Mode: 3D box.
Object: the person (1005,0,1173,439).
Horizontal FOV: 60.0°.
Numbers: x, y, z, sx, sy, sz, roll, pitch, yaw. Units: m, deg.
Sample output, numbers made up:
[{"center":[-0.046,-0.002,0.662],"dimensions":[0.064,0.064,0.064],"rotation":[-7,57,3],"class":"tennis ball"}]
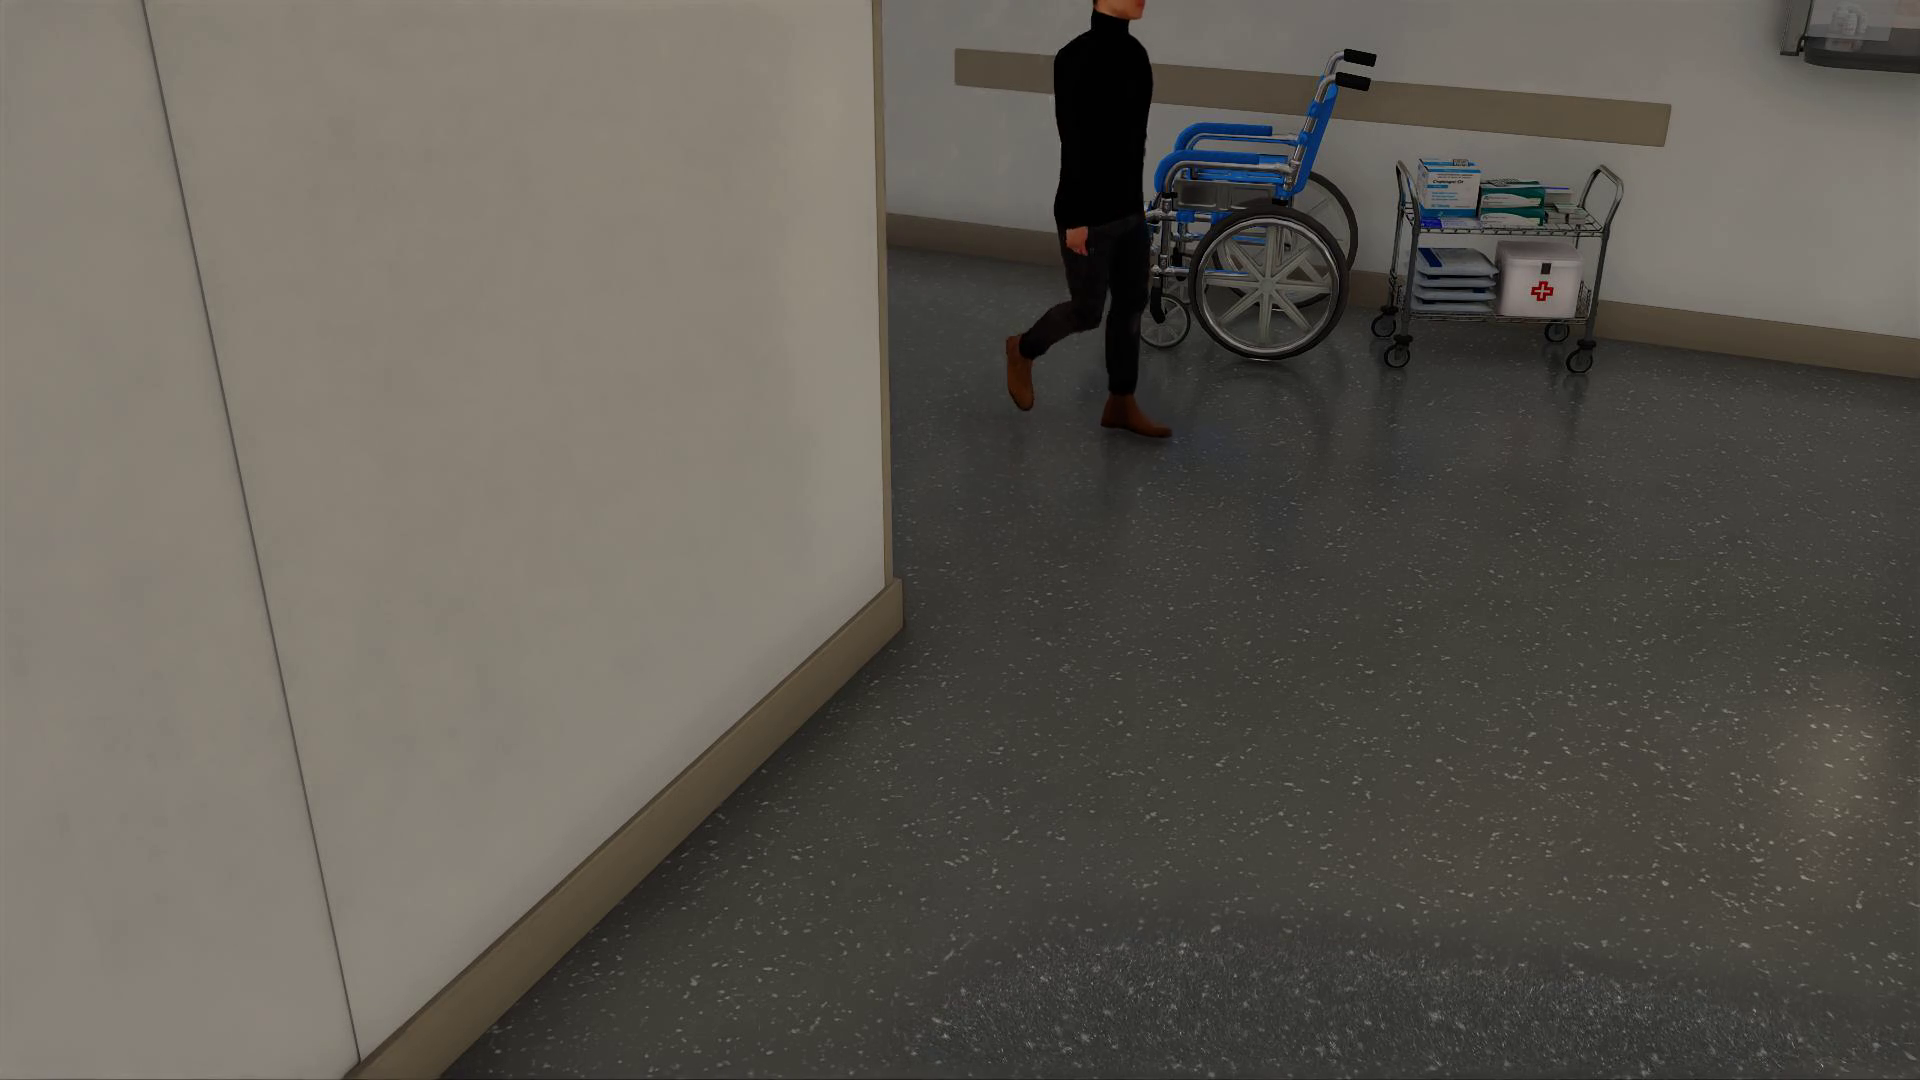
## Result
[{"center":[0.449,-1.193,5.809],"dimensions":[0.862,1.711,0.932],"rotation":[20,32,36],"class":"person"}]
